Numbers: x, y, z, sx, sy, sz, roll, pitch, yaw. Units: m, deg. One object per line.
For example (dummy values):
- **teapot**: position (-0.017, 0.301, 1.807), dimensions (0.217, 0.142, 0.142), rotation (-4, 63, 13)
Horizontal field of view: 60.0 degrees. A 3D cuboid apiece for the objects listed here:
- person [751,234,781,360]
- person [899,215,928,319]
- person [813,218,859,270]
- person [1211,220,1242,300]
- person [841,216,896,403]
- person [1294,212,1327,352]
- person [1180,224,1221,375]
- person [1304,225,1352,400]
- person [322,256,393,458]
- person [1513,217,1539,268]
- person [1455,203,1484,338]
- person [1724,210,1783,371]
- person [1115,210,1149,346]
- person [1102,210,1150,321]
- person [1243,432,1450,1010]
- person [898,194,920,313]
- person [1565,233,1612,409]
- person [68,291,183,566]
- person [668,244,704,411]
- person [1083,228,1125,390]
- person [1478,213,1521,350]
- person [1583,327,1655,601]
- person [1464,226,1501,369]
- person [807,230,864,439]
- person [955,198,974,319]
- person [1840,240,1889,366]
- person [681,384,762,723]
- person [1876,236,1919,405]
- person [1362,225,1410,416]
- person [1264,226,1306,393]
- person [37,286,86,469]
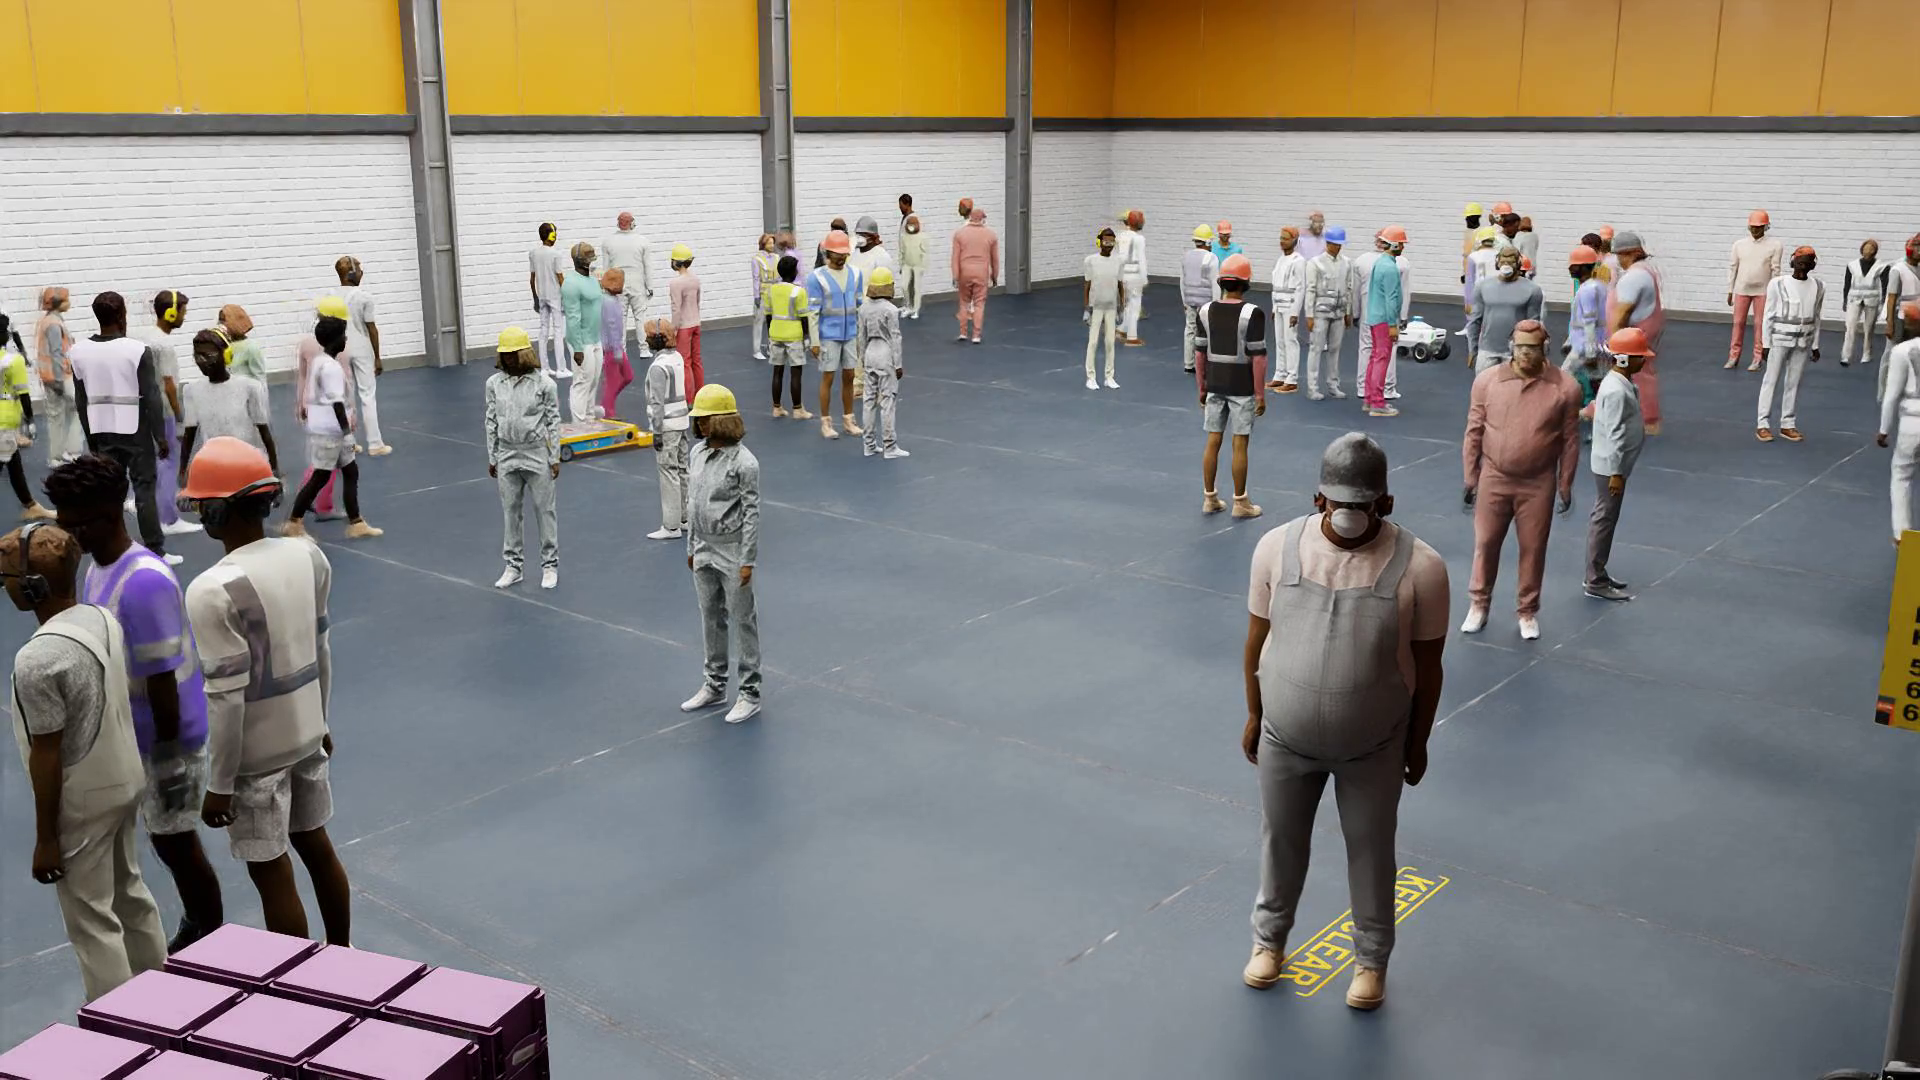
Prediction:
- **person**: position (-2.520, -3.172, 21.686), dimensions (0.321, 1.632, 0.520), rotation (10, 17, 35)
- **person**: position (-0.748, -4.272, 26.092), dimensions (0.493, 1.613, 0.440), rotation (4, 15, 16)
- **person**: position (-1.635, -3.306, 21.881), dimensions (0.648, 1.801, 0.925), rotation (5, 15, 19)
- **person**: position (3.572, -3.473, 22.634), dimensions (0.572, 1.749, 0.343), rotation (-3, 14, -10)
- **person**: position (-1.057, -2.524, 18.259), dimensions (0.538, 2.000, 0.684), rotation (-13, 19, -41)
- **person**: position (4.760, -3.526, 22.640), dimensions (0.649, 1.864, 0.981), rotation (-2, 14, -9)
- **person**: position (2.933, -2.893, 20.148), dimensions (0.403, 1.837, 0.591), rotation (-12, 19, -40)
- **person**: position (4.082, -2.510, 18.432), dimensions (0.615, 1.933, 0.420), rotation (-7, 16, -25)
- **person**: position (-5.548, -1.669, 15.247), dimensions (0.505, 1.842, 0.349), rotation (3, 14, 10)
- **person**: position (8.862, -4.256, 26.073), dimensions (0.510, 1.592, 0.515), rotation (-7, 16, -25)
- **person**: position (7.368, -3.862, 23.879), dimensions (0.408, 1.913, 0.590), rotation (-3, 14, -13)
- **person**: position (9.842, -3.095, 20.665), dimensions (0.608, 1.986, 0.400), rotation (11, 18, 36)
- **person**: position (2.400, -3.593, 22.881), dimensions (0.413, 1.871, 0.615), rotation (-6, 15, -24)
- **person**: position (2.545, -4.229, 25.737), dimensions (0.905, 1.717, 0.530), rotation (-11, 18, -37)
- **person**: position (1.287, 0.615, 5.716), dimensions (0.681, 2.000, 0.535), rotation (6, 15, 23)
- **person**: position (-0.810, -4.636, 26.961), dimensions (0.395, 1.913, 0.587), rotation (-4, 15, -16)
- **person**: position (6.503, -2.211, 17.264), dimensions (0.591, 1.916, 0.392), rotation (-13, 19, -42)
- **person**: position (-5.700, -0.726, 11.325), dimensions (0.593, 1.919, 0.392), rotation (1, 14, 4)
- **person**: position (-2.945, -2.267, 17.784), dimensions (0.305, 1.772, 0.527), rotation (5, 15, 20)
- **person**: position (1.658, -2.661, 19.186), dimensions (0.504, 1.861, 0.328), rotation (-3, 14, -12)
- **person**: position (7.019, -3.338, 21.823), dimensions (0.543, 1.893, 0.809), rotation (6, 15, 24)
- **person**: position (4.242, -0.497, 10.740), dimensions (0.327, 1.752, 0.563), rotation (5, 15, 19)
- **person**: position (6.519, -2.960, 20.529), dimensions (0.604, 1.786, 0.672), rotation (-5, 15, -19)
- **person**: position (-1.174, -1.983, 16.138), dimensions (0.610, 2.030, 0.414), rotation (-10, 17, -34)
- **person**: position (0.119, -4.418, 26.158), dimensions (0.352, 1.878, 0.575), rotation (-4, 15, -16)
- **person**: position (11.501, -3.012, 21.142), dimensions (0.535, 1.587, 0.925), rotation (10, 17, 35)
- **person**: position (-1.227, 0.066, 8.514), dimensions (0.485, 1.744, 0.294), rotation (11, 18, 37)
- **person**: position (10.238, -2.373, 18.077), dimensions (0.567, 1.841, 0.400), rotation (-8, 16, -30)
- **person**: position (4.487, -2.307, 17.515), dimensions (0.405, 1.986, 0.621), rotation (0, 14, 1)
- **person**: position (3.723, -2.620, 18.974), dimensions (0.338, 1.881, 0.593), rotation (-4, 15, -15)
- **person**: position (-7.936, -1.434, 14.743), dimensions (0.448, 1.619, 0.504), rotation (-11, 18, -36)
